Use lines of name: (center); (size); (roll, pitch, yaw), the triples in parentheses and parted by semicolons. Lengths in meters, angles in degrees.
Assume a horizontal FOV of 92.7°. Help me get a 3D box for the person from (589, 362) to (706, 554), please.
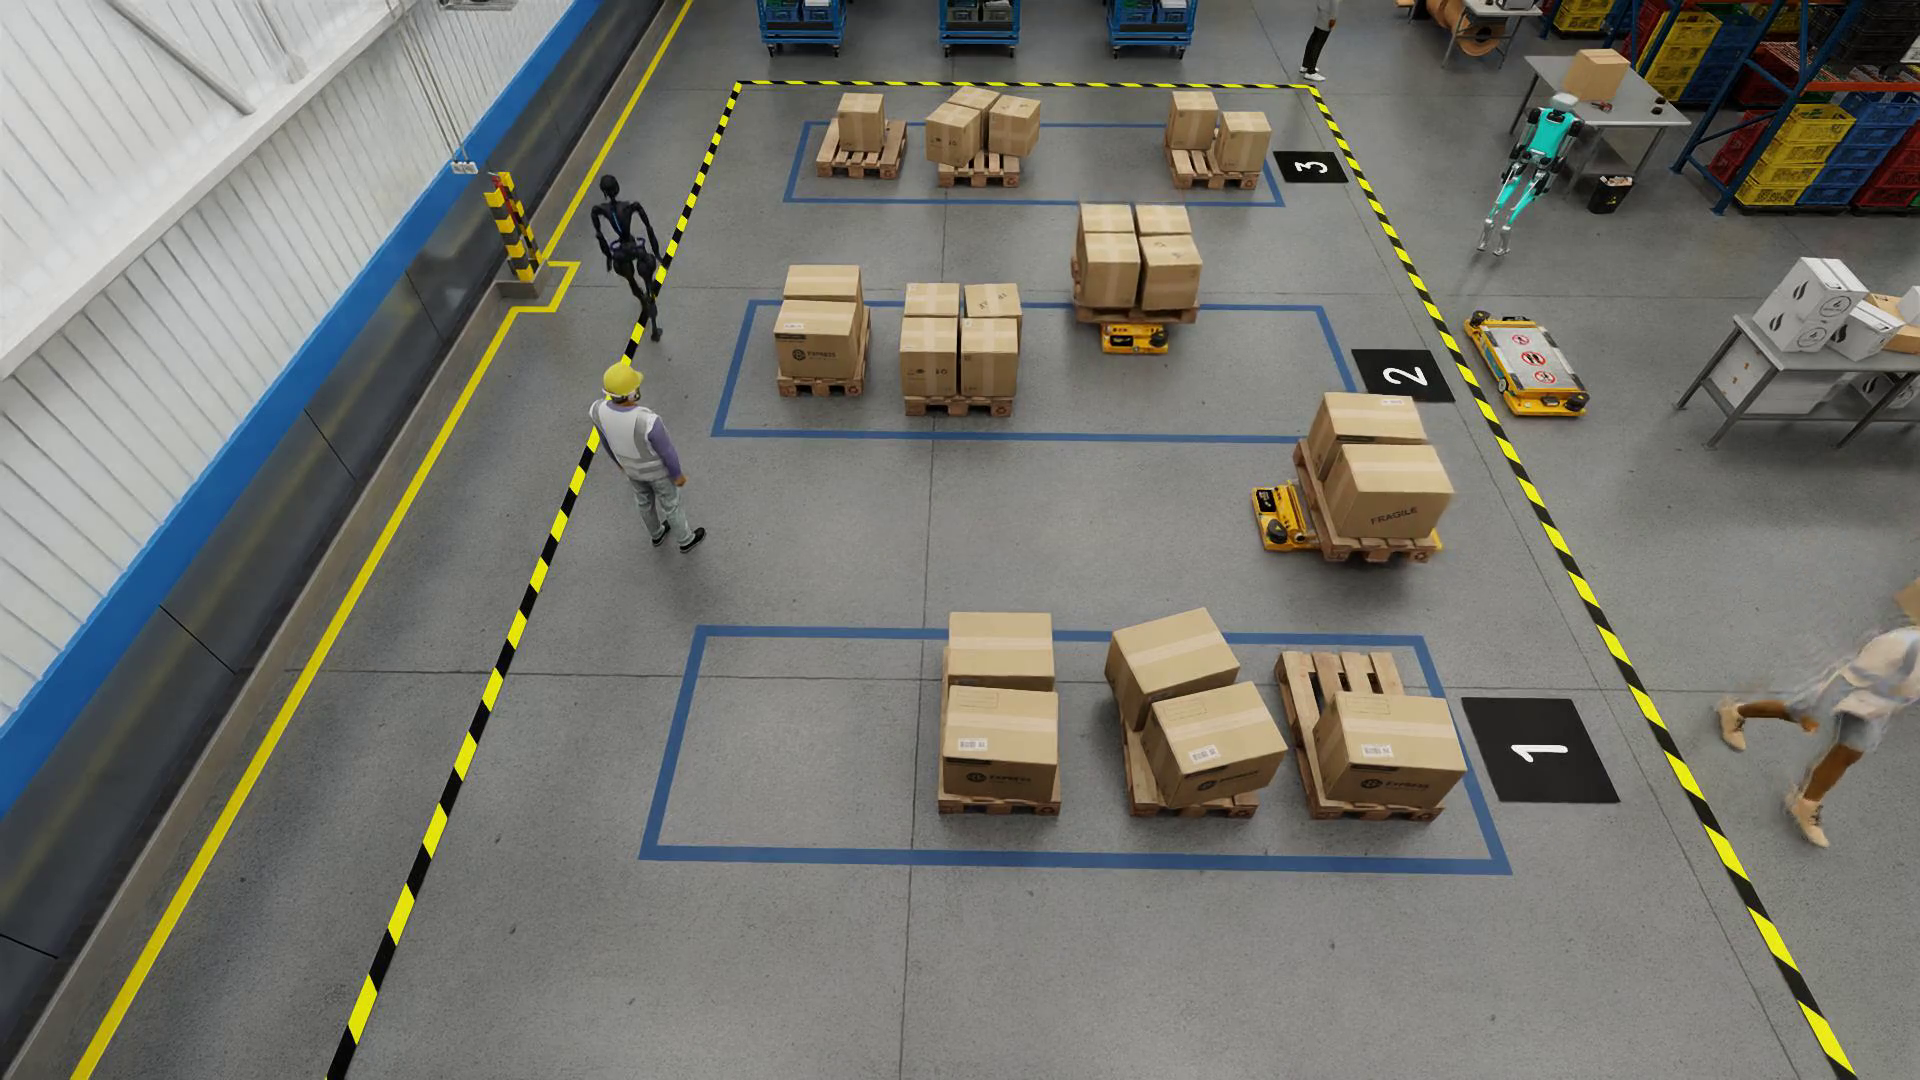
person: (-2.383, -0.599, 7.016); (0.602, 1.830, 0.404); (15, 51, 12)

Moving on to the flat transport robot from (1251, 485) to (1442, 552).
flat transport robot: (3.242, -0.213, 7.699); (1.431, 0.197, 0.652); (1, 49, 1)

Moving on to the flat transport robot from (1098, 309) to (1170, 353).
flat transport robot: (1.788, -2.487, 9.668); (0.652, 0.197, 1.431); (1, 49, 1)

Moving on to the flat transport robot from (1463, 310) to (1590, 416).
flat transport robot: (5.573, -1.757, 9.054); (0.659, 0.231, 1.431); (1, 49, 1)

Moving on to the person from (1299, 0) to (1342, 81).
person: (5.270, -7.550, 13.022); (0.385, 1.849, 0.596); (0, 49, 0)

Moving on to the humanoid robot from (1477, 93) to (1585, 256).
humanoid robot: (5.981, -3.818, 9.778); (0.735, 1.677, 0.533); (-37, 58, -27)

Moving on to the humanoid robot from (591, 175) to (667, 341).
humanoid robot: (-3.245, -2.830, 9.081); (0.585, 1.621, 0.791); (-6, 49, -5)

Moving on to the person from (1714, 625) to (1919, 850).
person: (5.481, 0.972, 5.559); (0.637, 1.987, 1.047); (1, 49, 0)
